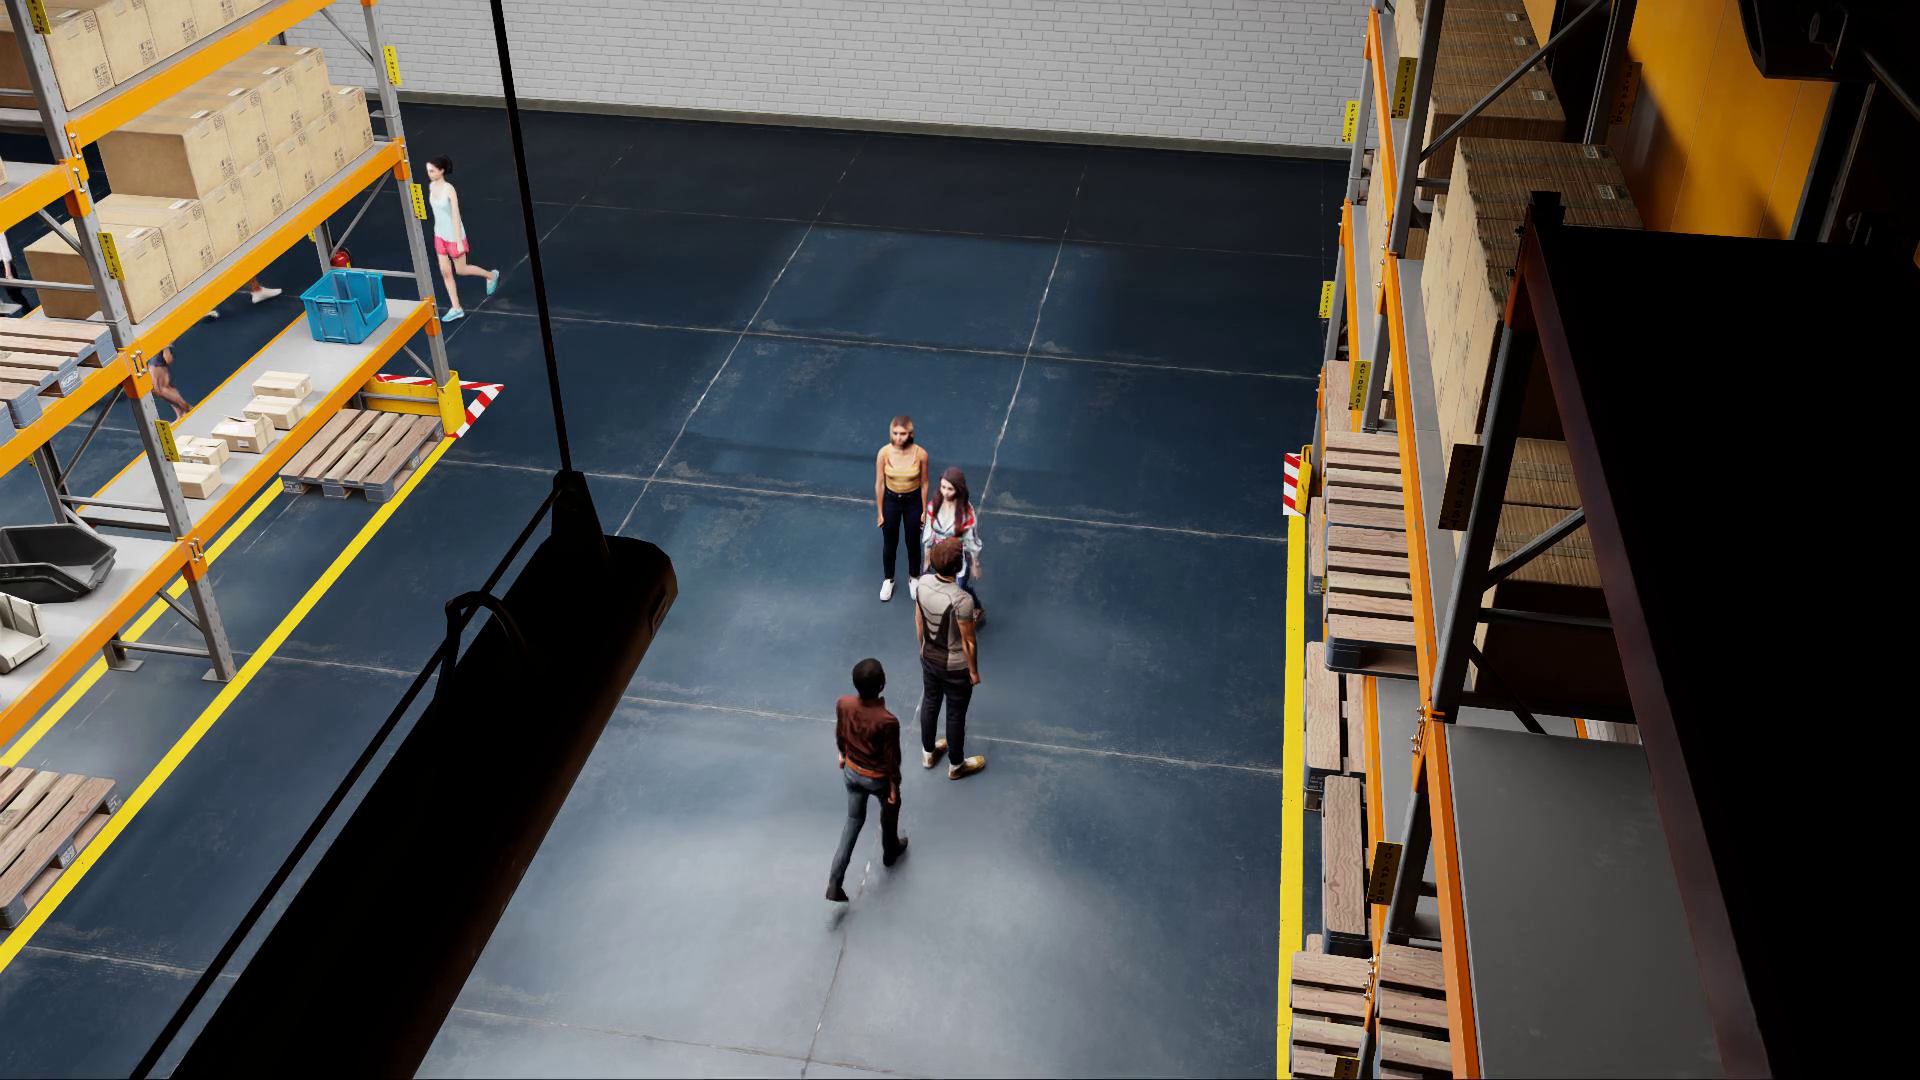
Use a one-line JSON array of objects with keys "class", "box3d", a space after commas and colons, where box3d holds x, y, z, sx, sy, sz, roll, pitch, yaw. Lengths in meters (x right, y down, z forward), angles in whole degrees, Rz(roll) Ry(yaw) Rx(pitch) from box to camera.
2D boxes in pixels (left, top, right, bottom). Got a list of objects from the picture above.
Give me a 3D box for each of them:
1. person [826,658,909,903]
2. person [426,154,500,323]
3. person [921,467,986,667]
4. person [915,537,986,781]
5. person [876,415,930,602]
[{"class": "person", "box3d": [-0.611, 1.518, 10.315, 0.888, 1.750, 1.172, 17, 37, 23]}, {"class": "person", "box3d": [-5.250, -3.176, 17.382, 0.869, 1.743, 1.093, 22, 40, 30]}, {"class": "person", "box3d": [-0.013, 0.129, 12.560, 0.920, 1.576, 1.176, 19, 38, 26]}, {"class": "person", "box3d": [-0.092, 0.797, 11.270, 0.734, 1.893, 0.721, 25, 41, 32]}, {"class": "person", "box3d": [-0.450, -0.266, 13.107, 0.592, 1.628, 0.557, 1, 34, 2]}]
